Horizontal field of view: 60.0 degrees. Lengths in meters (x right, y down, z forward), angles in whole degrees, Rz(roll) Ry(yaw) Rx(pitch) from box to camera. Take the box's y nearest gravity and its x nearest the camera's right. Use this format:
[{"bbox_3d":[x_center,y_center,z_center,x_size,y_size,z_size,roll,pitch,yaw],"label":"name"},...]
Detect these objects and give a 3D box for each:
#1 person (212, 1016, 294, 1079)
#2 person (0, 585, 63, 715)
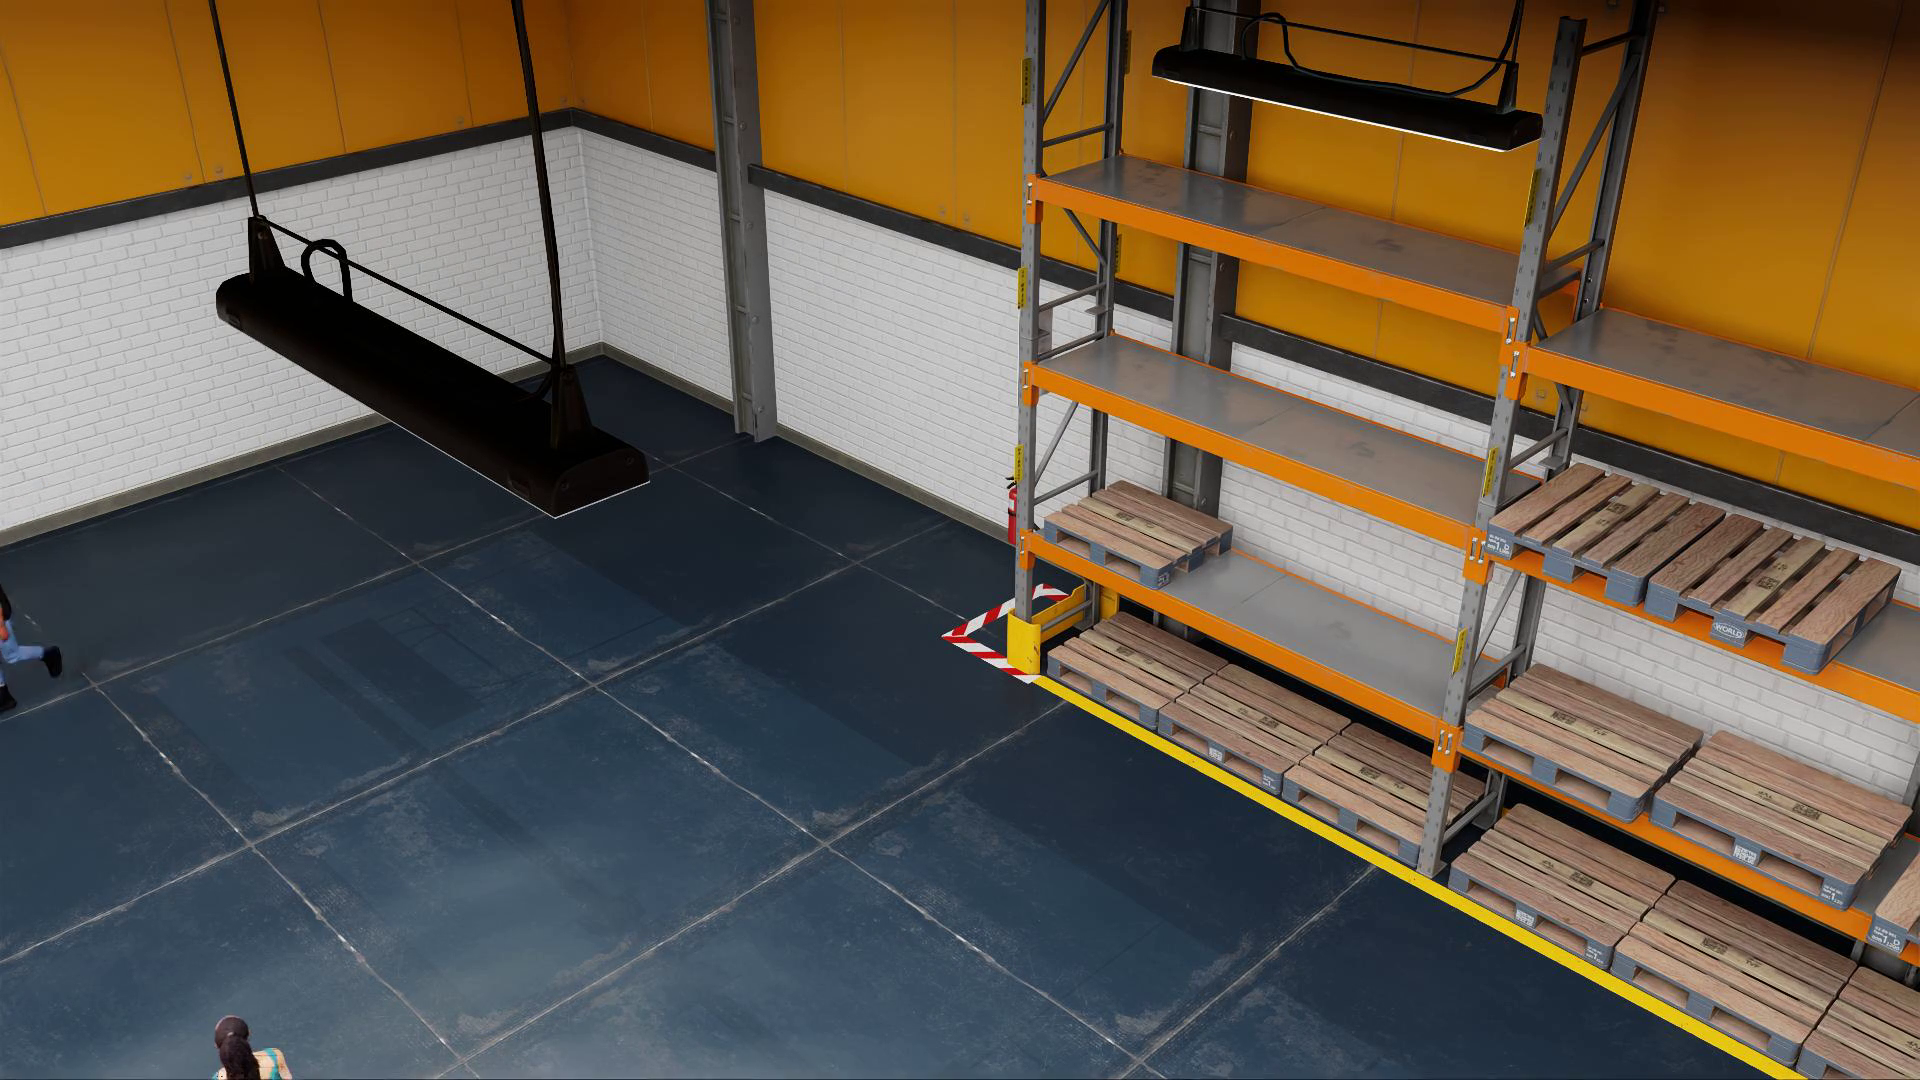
[{"bbox_3d":[-3.633,3.207,8.781,0.737,1.662,1.035,-15,32,-25],"label":"person"},{"bbox_3d":[-7.798,0.611,13.515,0.957,1.686,0.839,12,31,21],"label":"person"}]
